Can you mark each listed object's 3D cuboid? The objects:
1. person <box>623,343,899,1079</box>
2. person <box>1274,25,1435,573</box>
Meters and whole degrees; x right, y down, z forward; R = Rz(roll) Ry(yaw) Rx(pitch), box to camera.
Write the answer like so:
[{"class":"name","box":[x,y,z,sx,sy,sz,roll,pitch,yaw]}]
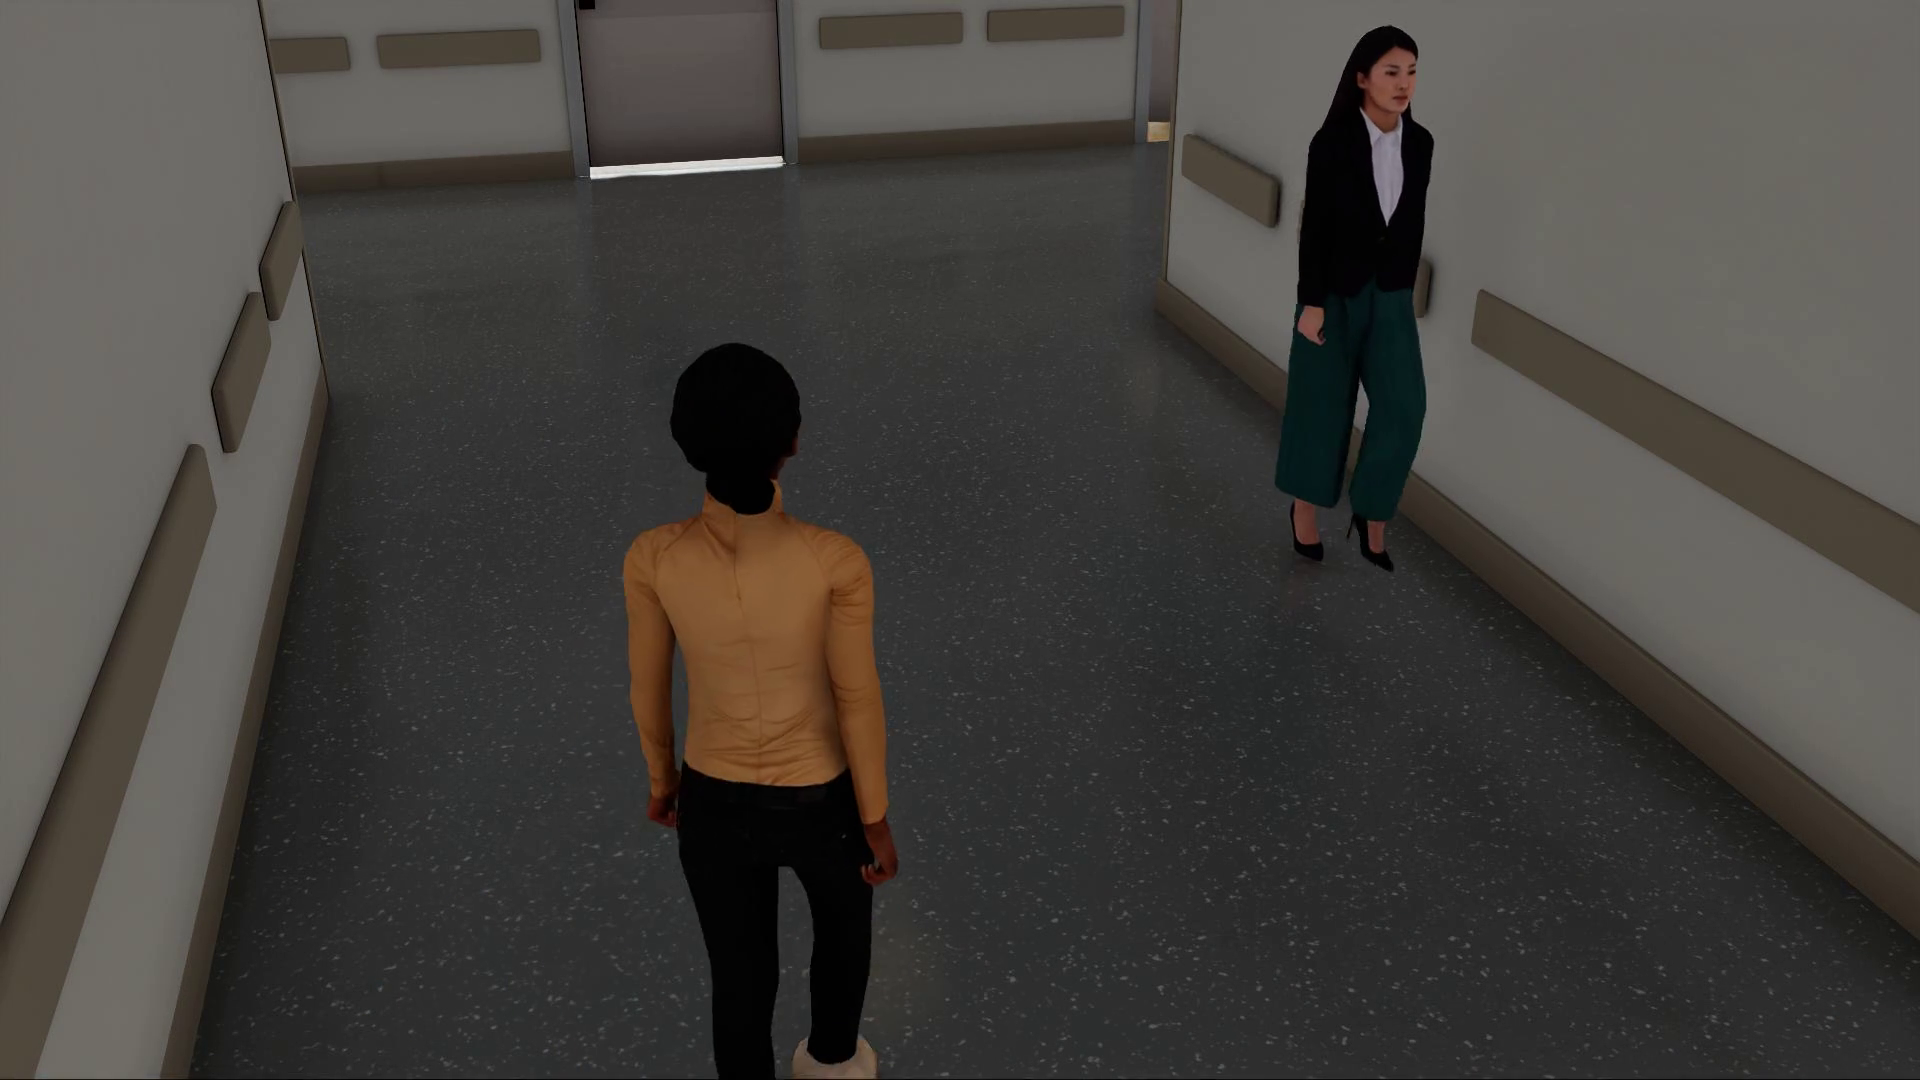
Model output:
[{"class":"person","box":[-0.335,0.497,2.788,0.749,1.647,0.802,2,26,4]},{"class":"person","box":[1.194,-0.734,5.254,0.655,1.722,0.672,-5,26,-11]}]
